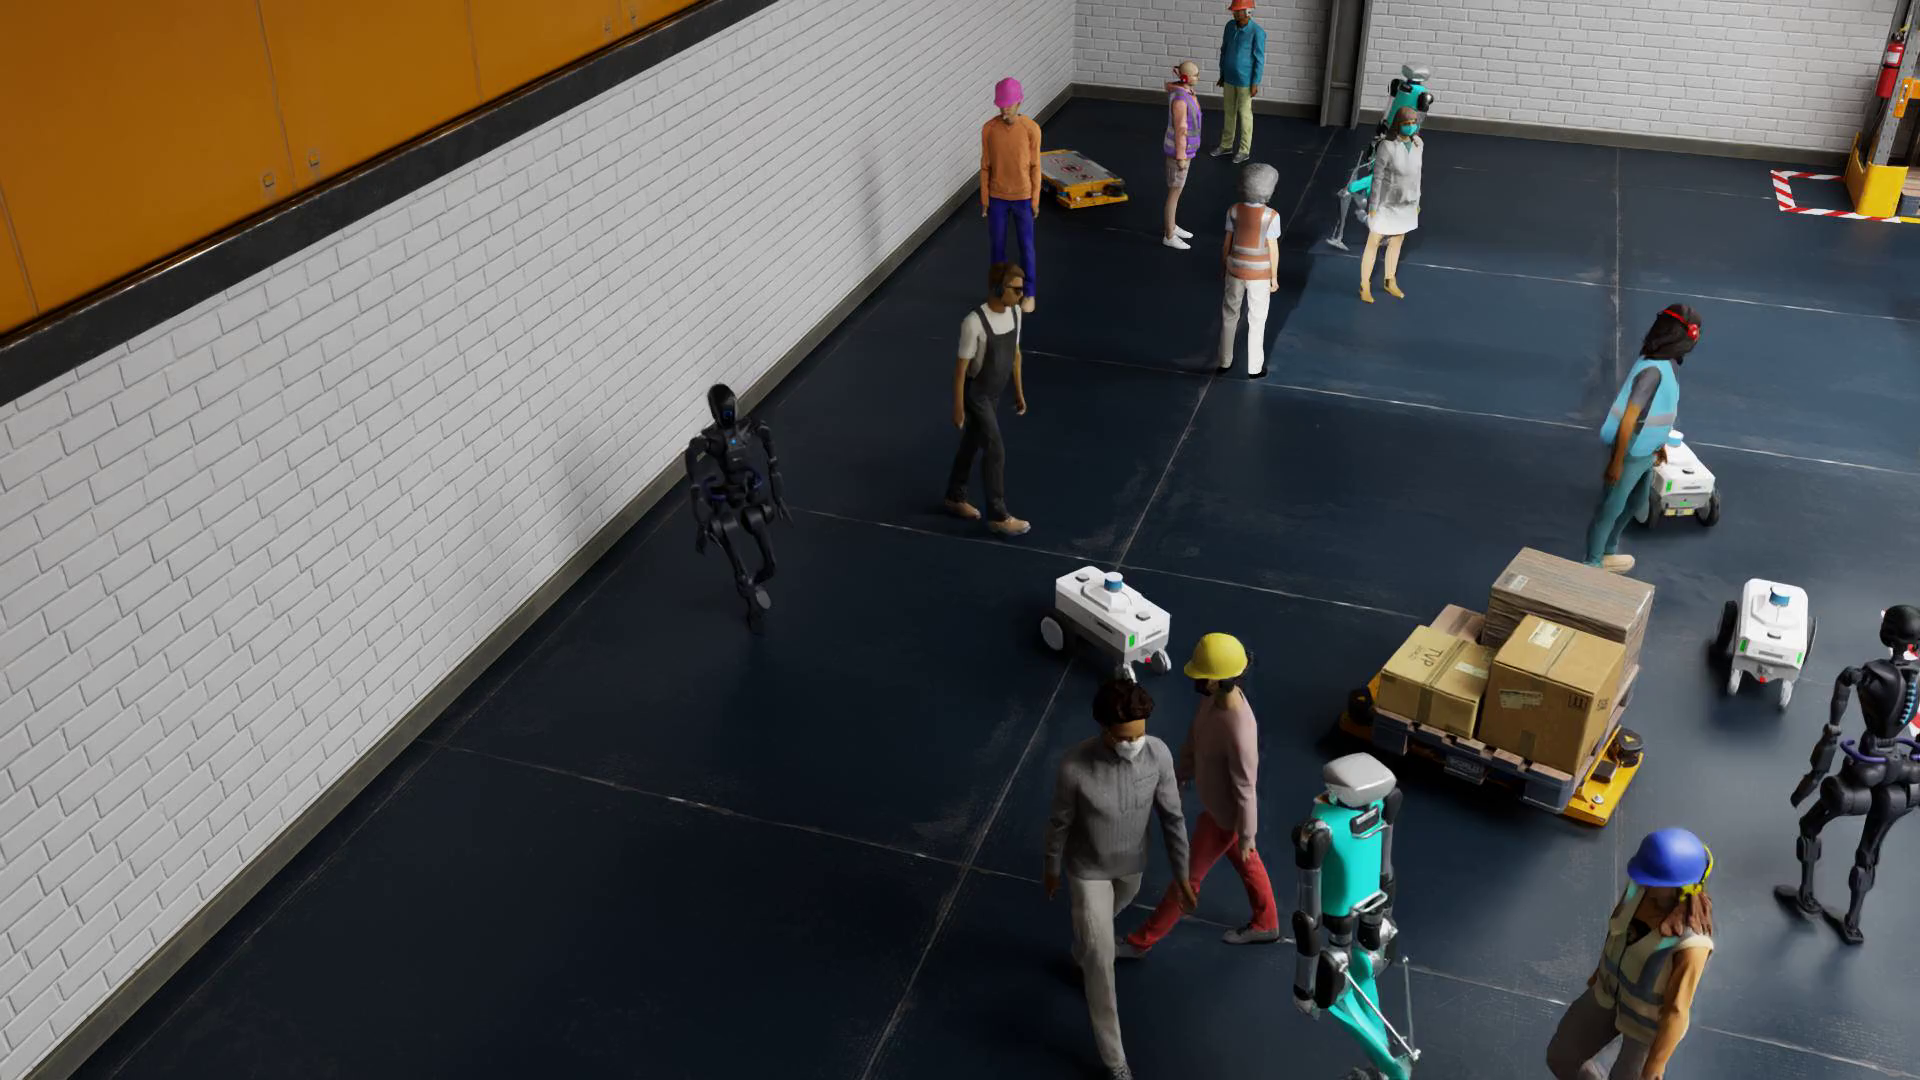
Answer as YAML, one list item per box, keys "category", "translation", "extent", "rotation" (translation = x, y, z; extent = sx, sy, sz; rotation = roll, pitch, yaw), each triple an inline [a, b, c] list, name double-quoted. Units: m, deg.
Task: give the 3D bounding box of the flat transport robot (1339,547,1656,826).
- category: "flat transport robot"
  translation: [2.828, 1.031, 8.871]
  extent: [1.431, 0.231, 0.659]
  rotation: [20, 36, 30]

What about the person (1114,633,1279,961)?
- category: "person"
  translation: [1.059, 1.140, 7.251]
  extent: [0.907, 1.713, 0.549]
  rotation: [-2, 30, -3]

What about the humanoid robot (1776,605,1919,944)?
- category: "humanoid robot"
  translation: [4.083, 1.056, 7.448]
  extent: [0.604, 1.632, 0.435]
  rotation: [-3, 31, -5]

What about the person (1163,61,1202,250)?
- category: "person"
  translation: [2.017, -3.527, 15.220]
  extent: [0.351, 1.694, 0.480]
  rotation: [6, 31, 10]

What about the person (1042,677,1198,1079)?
- category: "person"
  translation: [0.646, 1.351, 6.761]
  extent: [0.550, 1.845, 0.964]
  rotation: [-10, 32, -16]

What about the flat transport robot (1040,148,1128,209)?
- category: "flat transport robot"
  translation: [1.082, -3.690, 16.904]
  extent: [0.659, 0.231, 1.431]
  rotation: [-13, 33, -20]

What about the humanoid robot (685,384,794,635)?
- category: "humanoid robot"
  translation: [-1.287, -0.209, 9.608]
  extent: [0.607, 1.628, 0.445]
  rotation: [-14, 33, -22]

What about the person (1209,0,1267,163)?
- category: "person"
  translation: [2.904, -4.845, 17.403]
  extent: [0.341, 1.748, 0.572]
  rotation: [-21, 36, -31]

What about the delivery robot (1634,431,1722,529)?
- category: "delivery robot"
  translation: [4.707, -0.443, 11.079]
  extent: [0.499, 0.576, 0.768]
  rotation: [-2, 31, -3]

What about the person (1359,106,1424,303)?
- category: "person"
  translation: [3.669, -2.830, 14.064]
  extent: [0.495, 1.659, 0.336]
  rotation: [-11, 32, -18]

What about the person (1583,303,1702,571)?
- category: "person"
  translation: [3.995, -0.500, 9.934]
  extent: [0.383, 1.848, 0.673]
  rotation: [22, 37, 32]

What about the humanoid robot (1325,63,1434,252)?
- category: "humanoid robot"
  translation: [3.648, -3.368, 15.000]
  extent: [1.056, 1.766, 0.557]
  rotation: [-11, 32, -18]

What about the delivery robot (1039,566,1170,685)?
- category: "delivery robot"
  translation: [0.866, 0.455, 9.558]
  extent: [0.499, 0.583, 0.777]
  rotation: [-21, 36, -32]

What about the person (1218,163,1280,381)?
- category: "person"
  translation: [2.211, -2.043, 12.697]
  extent: [0.453, 1.686, 0.307]
  rotation: [16, 34, 25]

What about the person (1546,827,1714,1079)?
- category: "person"
  translation: [2.467, 1.763, 6.142]
  extent: [0.380, 1.757, 0.512]
  rotation: [-8, 31, -13]

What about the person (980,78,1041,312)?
- category: "person"
  translation: [0.413, -2.861, 13.821]
  extent: [0.516, 1.972, 0.405]
  rotation: [6, 31, 11]

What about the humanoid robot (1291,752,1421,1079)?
- category: "humanoid robot"
  translation: [1.598, 1.706, 6.294]
  extent: [0.548, 1.782, 0.812]
  rotation: [-23, 37, -33]

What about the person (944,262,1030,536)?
- category: "person"
  translation: [0.216, -0.904, 10.649]
  extent: [0.777, 1.800, 0.543]
  rotation: [18, 35, 28]

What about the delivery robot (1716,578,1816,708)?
- category: "delivery robot"
  translation: [4.591, 0.534, 9.438]
  extent: [0.499, 0.598, 0.791]
  rotation: [13, 33, 21]
